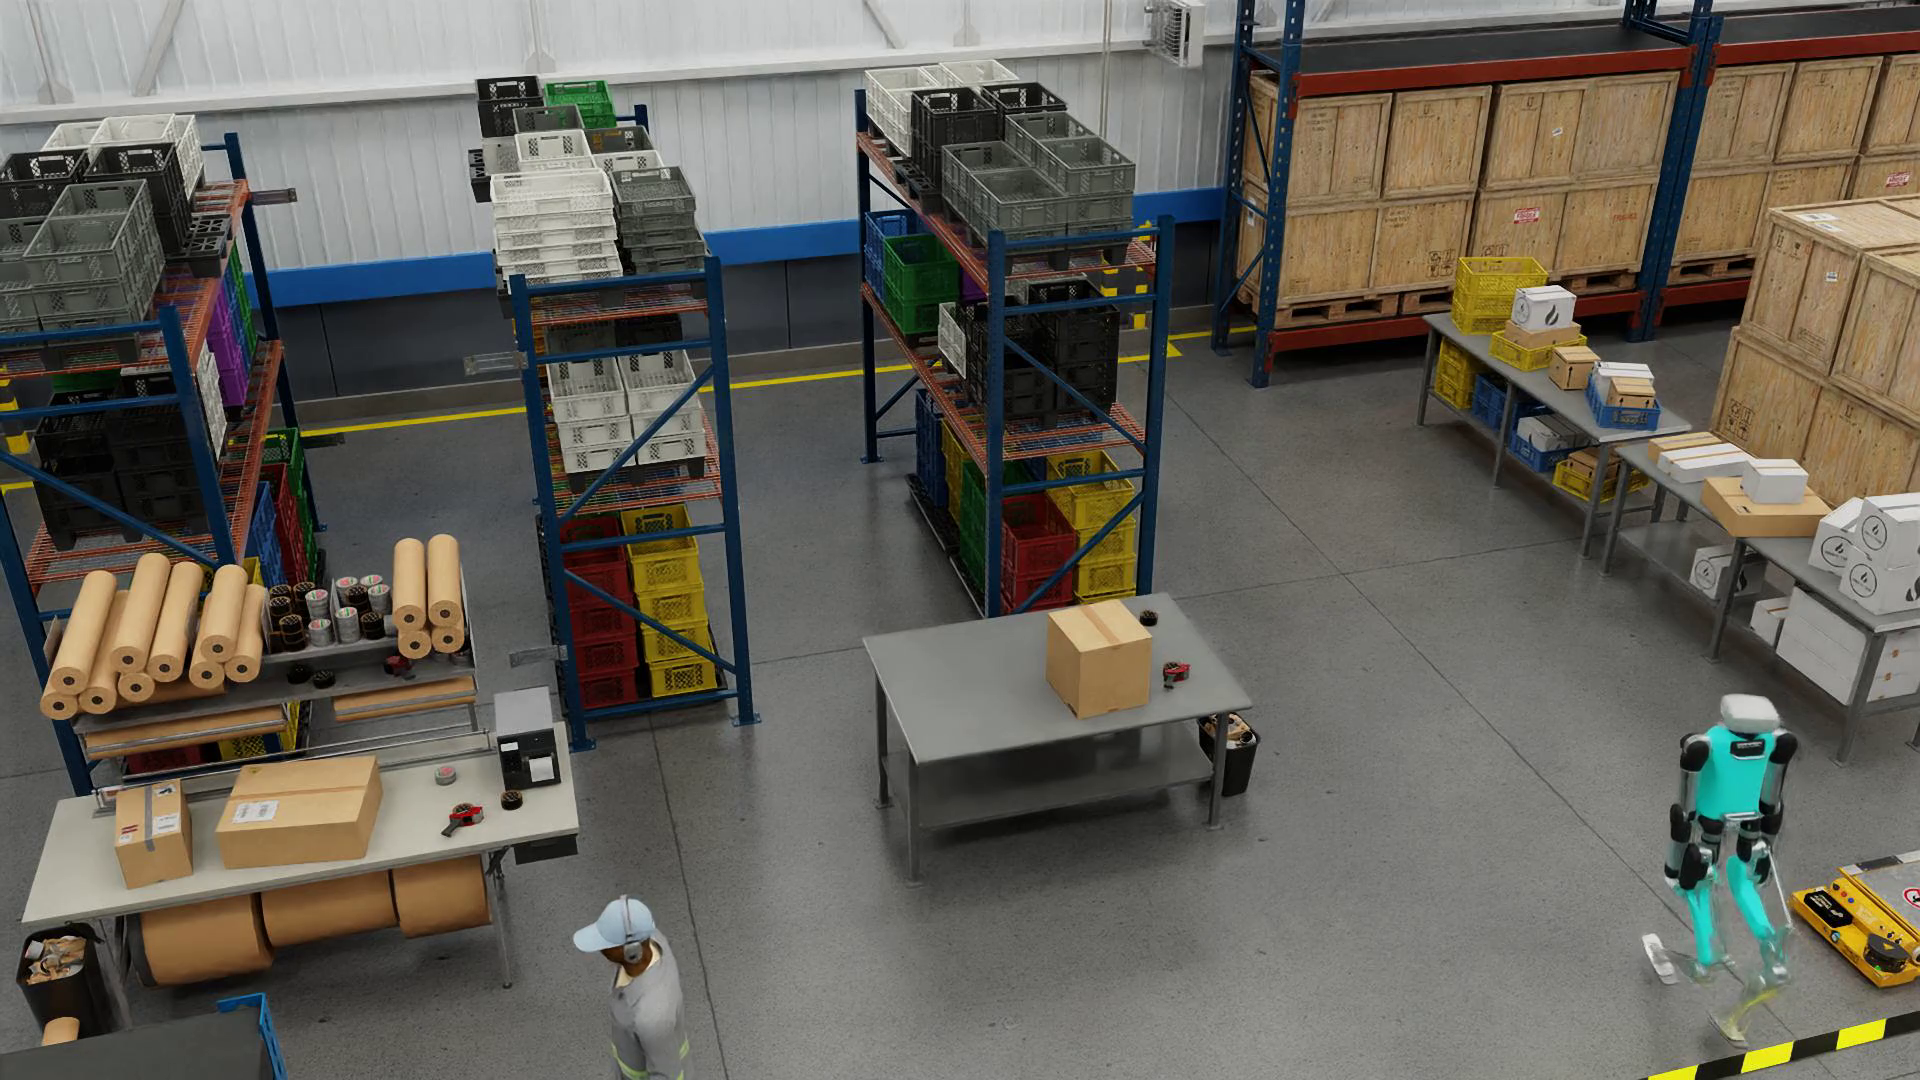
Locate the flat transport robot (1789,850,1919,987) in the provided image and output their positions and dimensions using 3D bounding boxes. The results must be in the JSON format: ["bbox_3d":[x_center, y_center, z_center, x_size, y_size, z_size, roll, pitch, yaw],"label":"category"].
[{"bbox_3d":[5.163,1.916,8.676,1.431,0.231,0.659,-8,30,-14],"label":"flat transport robot"}]

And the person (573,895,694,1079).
[{"bbox_3d":[-1.253,2.149,6.607,0.387,1.850,0.598,-8,30,-14],"label":"person"}]

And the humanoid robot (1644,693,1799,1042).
[{"bbox_3d":[3.612,1.592,7.691,0.534,1.723,0.774,-3,29,-5],"label":"humanoid robot"}]
